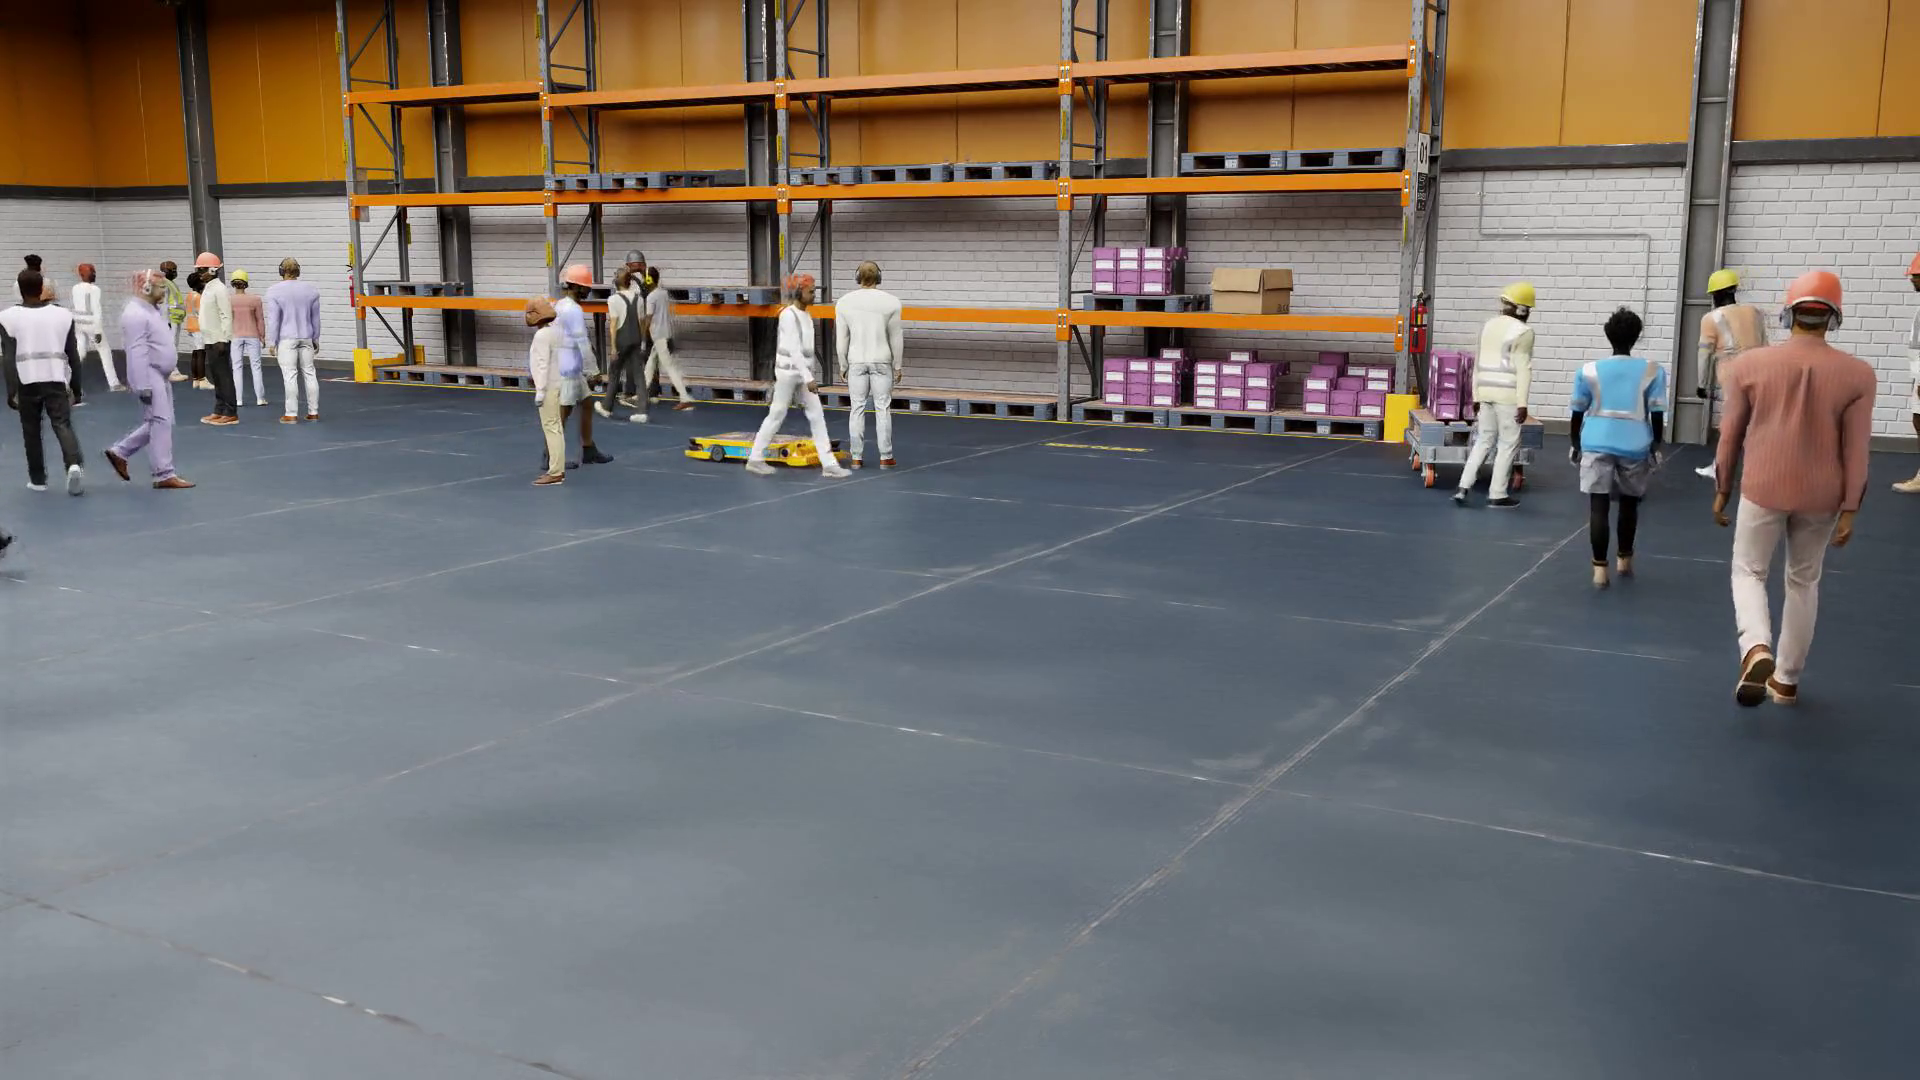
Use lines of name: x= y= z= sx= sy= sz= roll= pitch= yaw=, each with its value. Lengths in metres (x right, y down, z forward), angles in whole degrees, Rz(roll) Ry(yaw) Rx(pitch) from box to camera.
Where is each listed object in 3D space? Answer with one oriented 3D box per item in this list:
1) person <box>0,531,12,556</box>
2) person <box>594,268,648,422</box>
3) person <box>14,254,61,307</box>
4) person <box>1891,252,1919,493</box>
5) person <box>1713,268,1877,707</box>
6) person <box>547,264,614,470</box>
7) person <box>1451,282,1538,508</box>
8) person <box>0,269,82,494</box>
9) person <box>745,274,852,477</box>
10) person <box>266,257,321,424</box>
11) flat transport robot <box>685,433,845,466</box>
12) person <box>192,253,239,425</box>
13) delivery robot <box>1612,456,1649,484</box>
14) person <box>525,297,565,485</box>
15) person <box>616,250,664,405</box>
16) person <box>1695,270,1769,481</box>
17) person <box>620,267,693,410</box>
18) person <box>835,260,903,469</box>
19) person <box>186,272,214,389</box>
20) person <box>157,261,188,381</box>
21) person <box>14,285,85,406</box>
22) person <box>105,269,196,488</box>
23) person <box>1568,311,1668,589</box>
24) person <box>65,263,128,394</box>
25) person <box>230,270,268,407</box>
person: x=-6.447 y=-0.685 z=10.252 sx=0.864 sy=1.912 sz=0.559 roll=-3 pitch=10 yaw=-16
person: x=-4.001 y=-2.305 z=19.721 sx=0.539 sy=1.796 sz=0.965 roll=-10 pitch=14 yaw=-44
person: x=-13.361 y=-3.160 z=24.139 sx=0.624 sy=1.957 sz=0.377 roll=-9 pitch=13 yaw=-41
person: x=8.101 y=-1.399 z=13.957 sx=0.448 sy=2.030 sz=0.615 roll=8 pitch=13 yaw=38
person: x=3.659 y=-0.201 z=7.322 sx=0.611 sy=1.973 sz=0.724 roll=4 pitch=11 yaw=20
person: x=-3.504 y=-1.592 z=15.398 sx=0.796 sy=1.897 sz=0.565 roll=-4 pitch=11 yaw=-22
person: x=4.248 y=-1.133 z=13.163 sx=0.663 sy=1.791 sz=0.646 roll=-4 pitch=11 yaw=-23
person: x=-7.664 y=-1.321 z=13.931 sx=0.600 sy=1.890 sz=0.895 roll=-9 pitch=14 yaw=-42
person: x=-1.509 y=-1.468 z=14.958 sx=1.003 sy=1.839 sz=0.556 roll=4 pitch=11 yaw=21
person: x=-7.783 y=-2.326 z=19.456 sx=0.369 sy=1.939 sz=0.631 roll=9 pitch=13 yaw=42
flat transport robot: x=-1.888 y=-0.889 z=16.039 sx=1.431 sy=0.197 sz=0.652 roll=6 pitch=11 yaw=29
person: x=-8.664 y=-2.331 z=19.340 sx=0.391 sy=1.989 sz=0.636 roll=-9 pitch=13 yaw=-41
delivery robot: x=5.428 y=-0.664 z=13.694 sx=0.477 sy=0.478 sz=0.707 roll=2 pitch=10 yaw=10
person: x=-3.609 y=-1.295 z=14.482 sx=0.282 sy=1.633 sz=0.498 roll=0 pitch=10 yaw=-2
person: x=-4.237 y=-2.795 z=21.819 sx=0.679 sy=2.000 sz=0.535 roll=-9 pitch=13 yaw=-41
person: x=6.606 y=-1.362 z=14.229 sx=0.586 sy=1.853 sz=1.020 roll=-4 pitch=11 yaw=-22
person: x=-3.838 y=-2.529 z=20.988 sx=1.019 sy=1.806 sz=0.530 roll=2 pitch=10 yaw=10
person: x=-0.835 y=-1.618 z=15.447 sx=0.630 sy=1.940 sz=0.372 roll=1 pitch=10 yaw=5
person: x=-11.040 y=-3.032 z=24.136 sx=0.318 sy=1.697 sz=0.533 roll=-9 pitch=13 yaw=-41
person: x=-12.190 y=-3.383 z=25.721 sx=0.429 sy=1.839 sz=0.632 roll=-2 pitch=10 yaw=-13
person: x=-11.791 y=-2.499 z=21.440 sx=0.879 sy=1.582 sz=0.509 roll=-1 pitch=10 yaw=-8
person: x=-6.961 y=-1.365 z=14.181 sx=0.657 sy=1.882 sz=0.643 roll=-2 pitch=10 yaw=-11
person: x=4.035 y=-0.569 z=10.249 sx=0.558 sy=1.660 sz=0.794 roll=4 pitch=11 yaw=20
person: x=-12.312 y=-2.981 z=23.462 sx=0.591 sy=1.841 sz=0.970 roll=4 pitch=11 yaw=24
person: x=-9.259 y=-2.604 z=21.517 sx=0.523 sy=1.769 sz=0.309 roll=-4 pitch=11 yaw=-21
